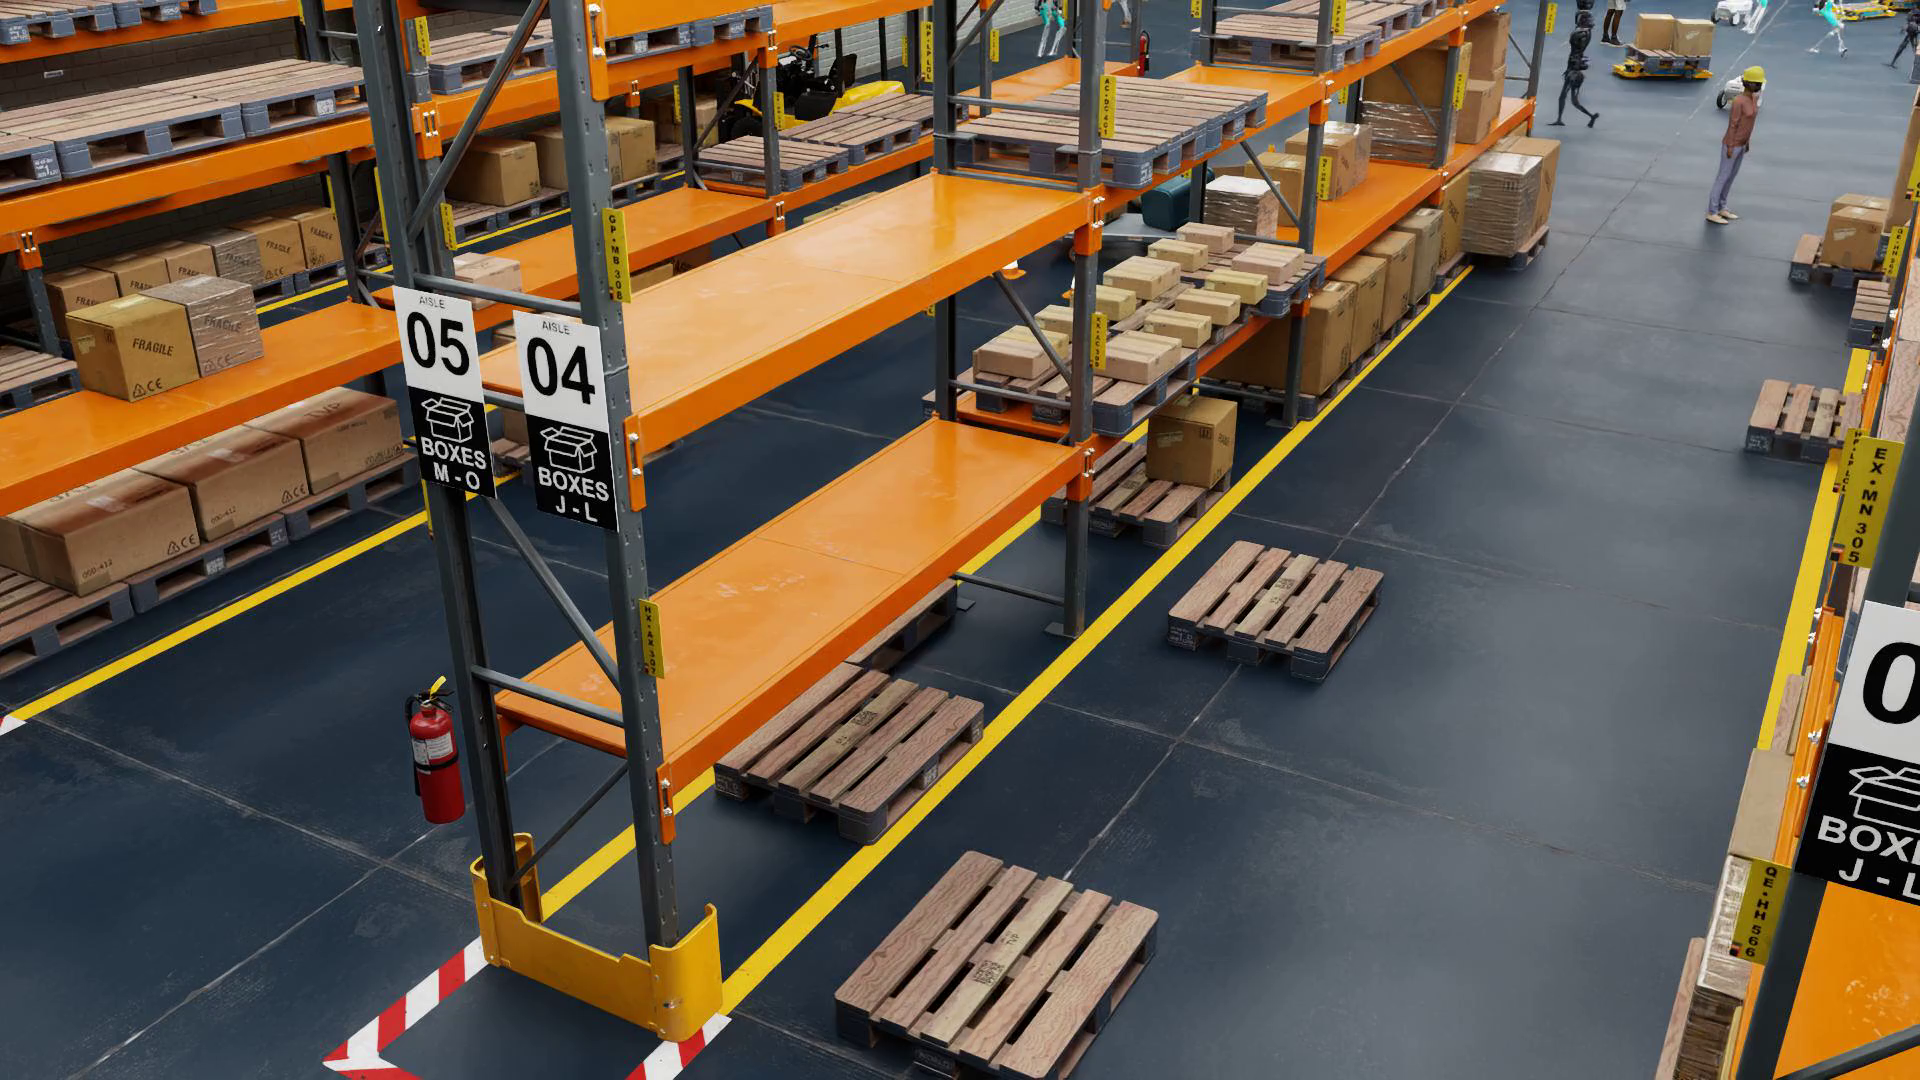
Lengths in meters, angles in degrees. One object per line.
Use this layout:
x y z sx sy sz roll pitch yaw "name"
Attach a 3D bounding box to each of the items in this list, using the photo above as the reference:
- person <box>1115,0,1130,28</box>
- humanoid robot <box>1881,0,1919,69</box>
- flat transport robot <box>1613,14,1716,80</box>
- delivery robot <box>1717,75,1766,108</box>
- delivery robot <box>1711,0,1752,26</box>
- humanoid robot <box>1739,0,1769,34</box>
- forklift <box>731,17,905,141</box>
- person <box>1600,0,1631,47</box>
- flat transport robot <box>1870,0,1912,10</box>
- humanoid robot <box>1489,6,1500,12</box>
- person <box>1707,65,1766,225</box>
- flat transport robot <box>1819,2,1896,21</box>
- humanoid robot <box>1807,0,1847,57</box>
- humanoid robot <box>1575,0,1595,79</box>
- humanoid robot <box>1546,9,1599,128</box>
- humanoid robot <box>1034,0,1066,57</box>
2.887 -10.705 31.741 0.992 1.892 0.687 -15 30 -29 "person"
15.938 -8.641 27.742 0.602 1.631 0.791 -23 34 -39 "humanoid robot"
11.665 -7.809 27.569 1.431 0.231 0.659 2 26 3 "flat transport robot"
11.835 -6.784 25.105 0.774 0.592 0.499 -22 33 -38 "delivery robot"
15.172 -10.394 32.625 0.801 0.607 0.499 -16 30 -29 "delivery robot"
15.148 -10.518 31.486 0.717 1.770 0.533 -2 26 -3 "humanoid robot"
-1.819 -5.975 21.543 2.313 2.155 1.214 14 29 26 "forklift"
11.921 -9.935 30.030 0.368 1.966 0.605 -5 26 -10 "person"
19.681 -11.090 34.385 1.431 0.231 0.659 7 27 14 "flat transport robot"
9.016 -8.845 28.050 0.566 1.785 0.889 -13 29 -25 "humanoid robot"
8.891 -4.516 18.999 0.322 1.767 0.532 23 34 39 "person"
18.015 -10.596 33.360 1.431 0.231 0.659 -13 28 -24 "flat transport robot"
15.422 -9.371 29.171 0.556 1.801 0.901 -16 30 -30 "humanoid robot"
10.090 -8.295 26.954 0.336 1.649 0.586 3 26 6 "humanoid robot"
8.848 -6.719 23.711 0.673 1.634 0.589 3 26 7 "humanoid robot"
1.588 -9.318 28.947 0.544 1.739 0.690 11 28 21 "humanoid robot"
